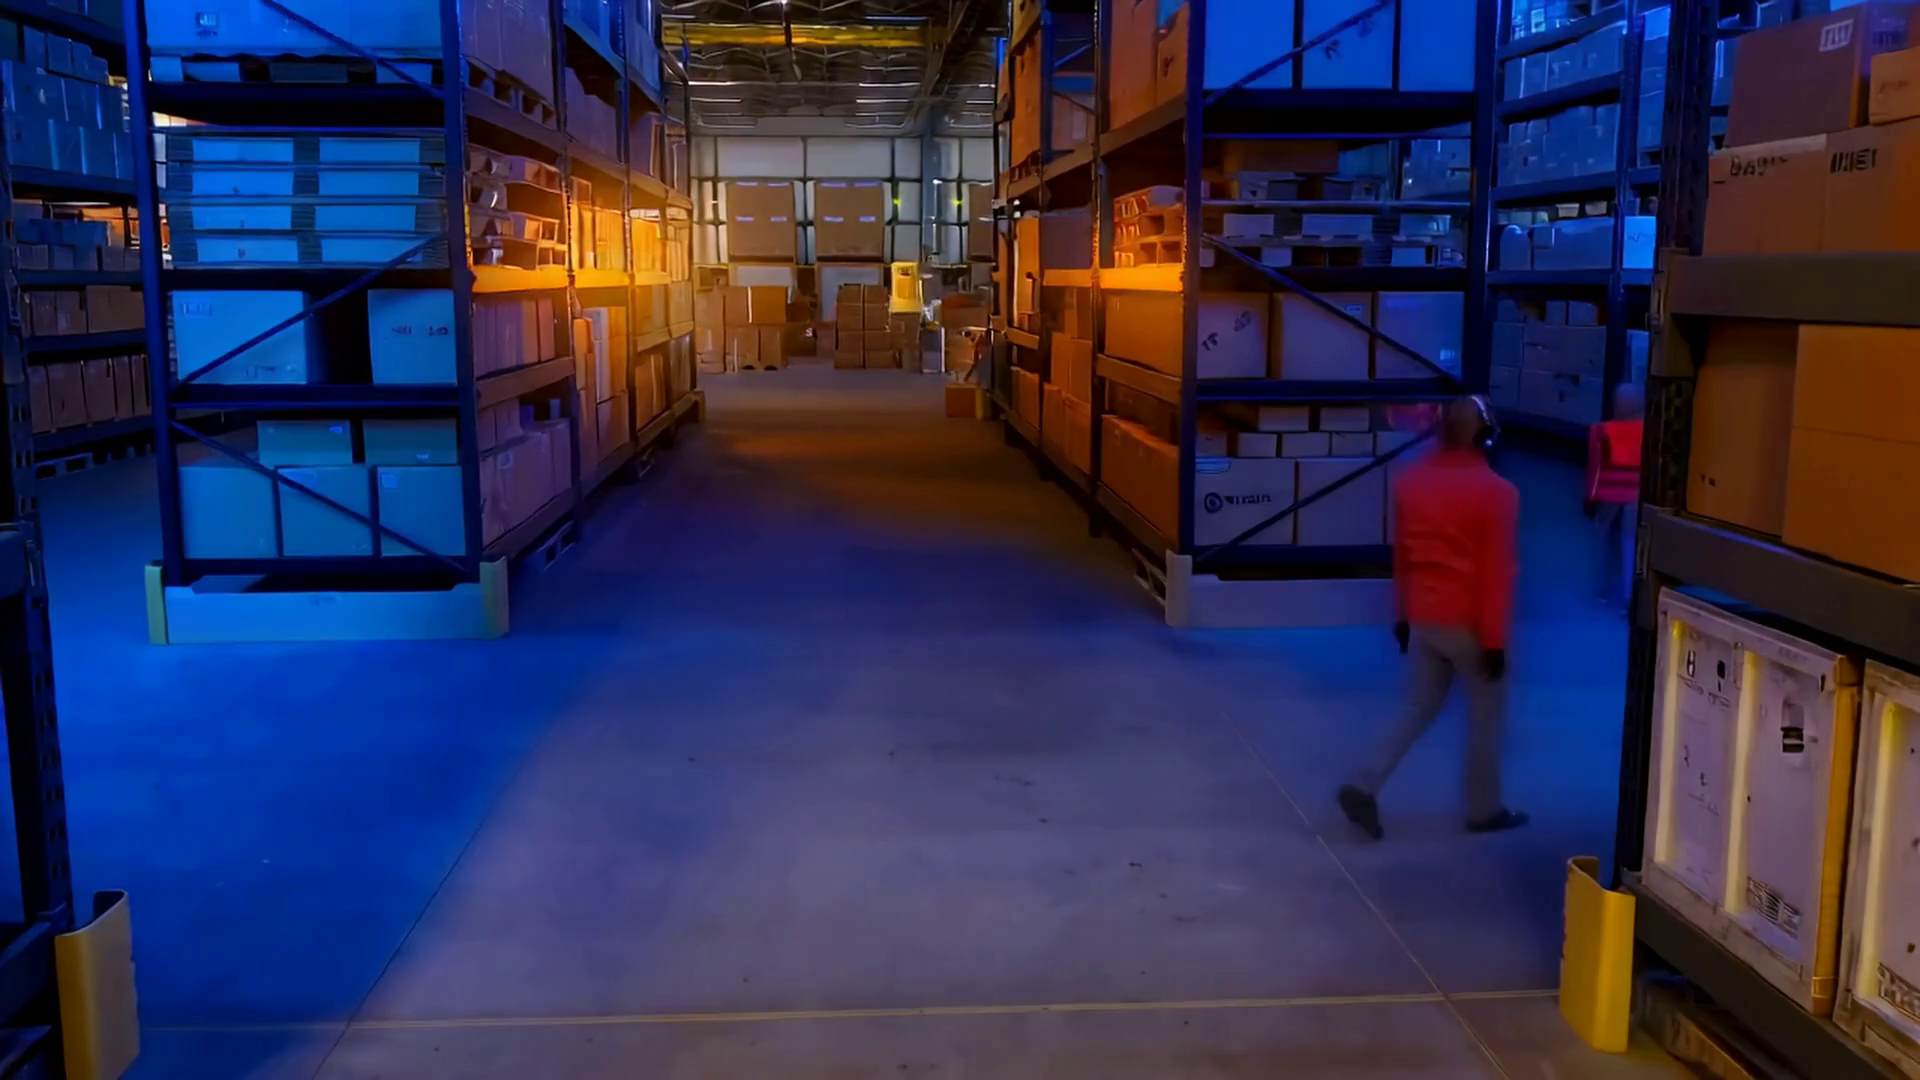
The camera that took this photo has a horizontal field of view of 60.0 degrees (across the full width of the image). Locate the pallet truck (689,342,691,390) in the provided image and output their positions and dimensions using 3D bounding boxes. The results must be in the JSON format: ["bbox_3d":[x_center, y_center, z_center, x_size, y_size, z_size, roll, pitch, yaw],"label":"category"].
[{"bbox_3d":[-5.225,-3.008,27.480,1.885,1.965,0.823,2,9,14],"label":"pallet truck"}]

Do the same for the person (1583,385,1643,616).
[{"bbox_3d":[4.653,-0.282,11.657,0.540,1.600,0.855,3,9,16],"label":"person"}]

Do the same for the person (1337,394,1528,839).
[{"bbox_3d":[2.008,0.333,6.890,0.857,1.881,0.651,-5,10,-29],"label":"person"}]

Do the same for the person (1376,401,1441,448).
[{"bbox_3d":[4.217,-1.149,15.715,0.639,2.025,0.580,-2,9,-9],"label":"person"}]

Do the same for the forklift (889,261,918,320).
[{"bbox_3d":[-1.887,-7.970,55.876,1.129,2.768,1.873,6,11,33],"label":"forklift"}]

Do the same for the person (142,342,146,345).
[{"bbox_3d":[-27.464,-7.556,56.194,0.749,1.961,0.690,5,10,26],"label":"person"}]
